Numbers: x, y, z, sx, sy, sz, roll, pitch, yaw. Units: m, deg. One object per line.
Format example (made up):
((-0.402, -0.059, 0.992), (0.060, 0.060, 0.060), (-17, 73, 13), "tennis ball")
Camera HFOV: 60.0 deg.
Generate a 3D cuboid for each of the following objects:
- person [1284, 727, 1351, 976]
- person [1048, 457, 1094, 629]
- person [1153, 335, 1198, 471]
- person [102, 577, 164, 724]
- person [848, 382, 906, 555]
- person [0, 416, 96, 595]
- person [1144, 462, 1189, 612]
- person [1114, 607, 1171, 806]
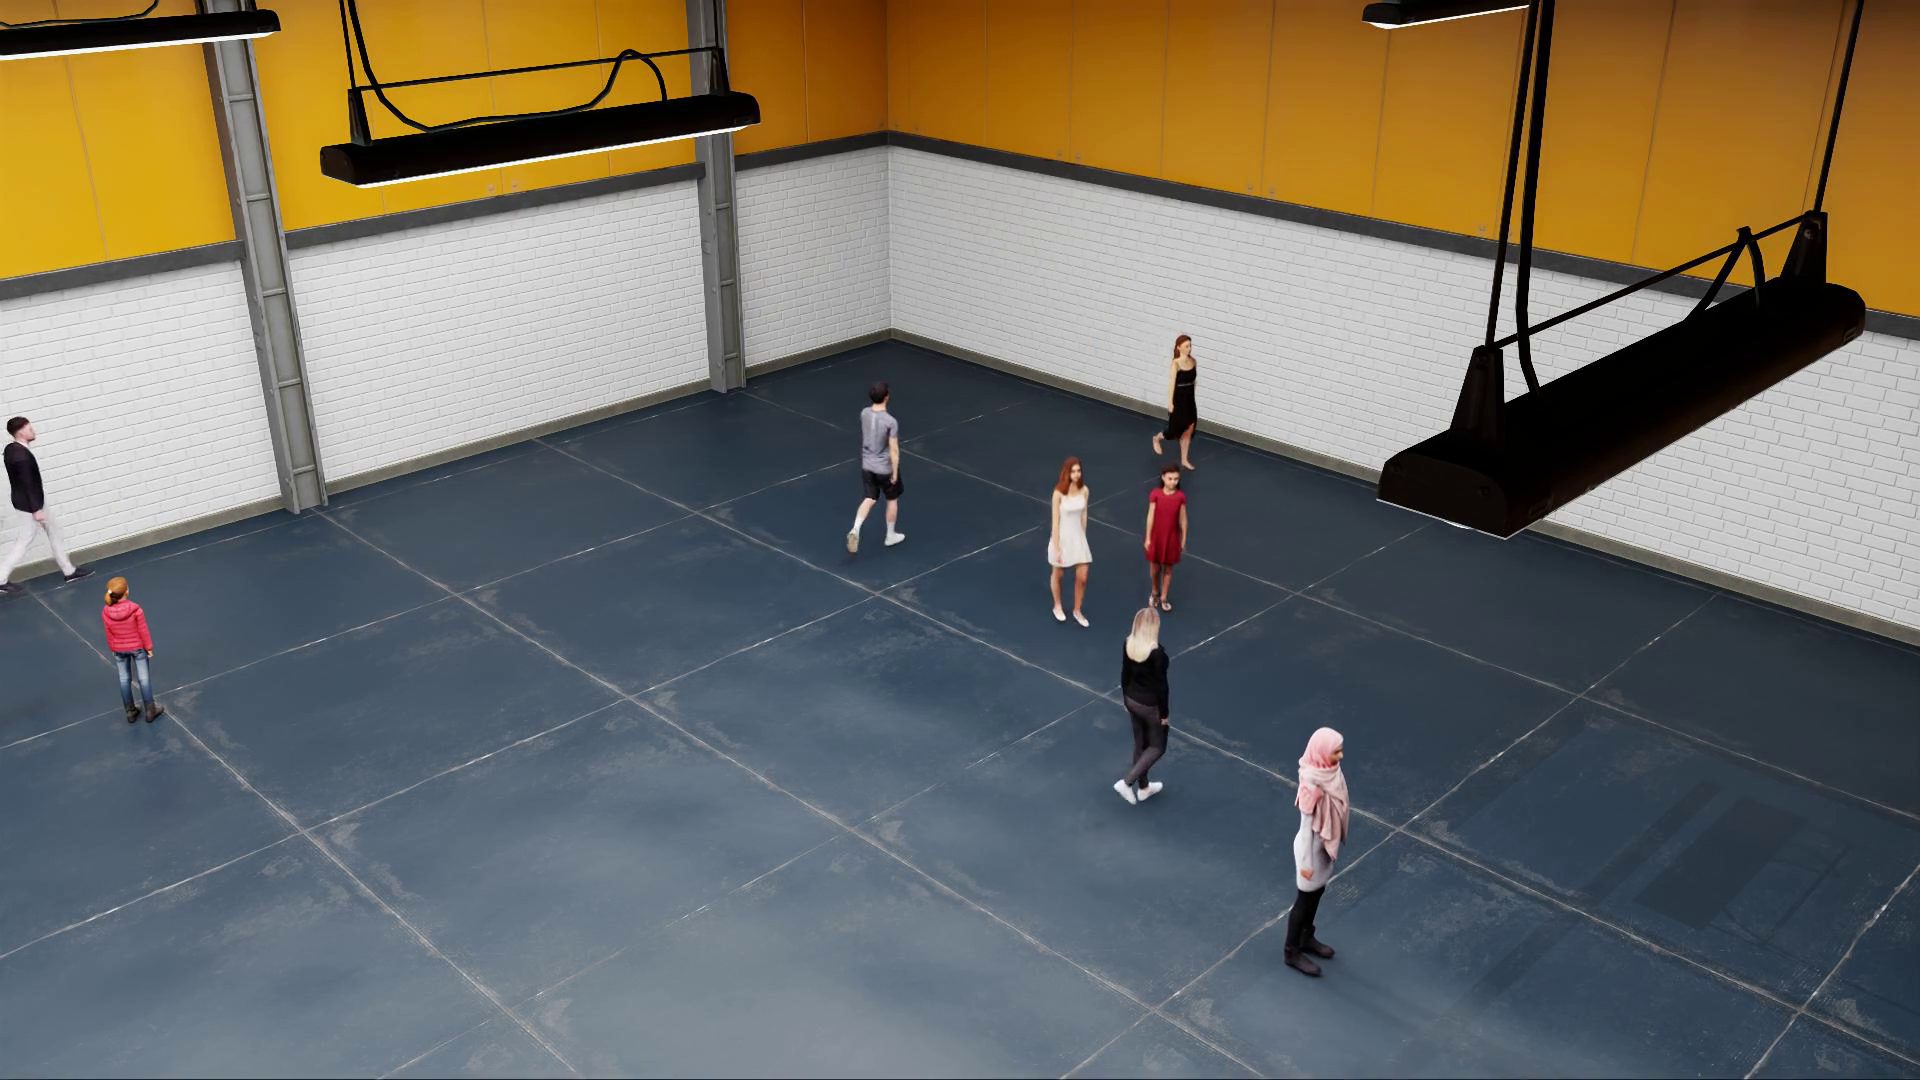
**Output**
((2.351, 2.042, 11.023), (0.731, 1.804, 0.594), (14, 27, 29), "person")
((0.991, -0.024, 15.888), (0.771, 1.693, 0.794), (-6, 24, -13), "person")
((2.585, -1.660, 19.738), (0.890, 1.606, 0.740), (-15, 28, -31), "person")
((-7.083, 0.933, 14.170), (0.574, 1.314, 0.648), (-3, 24, -7), "person")
((-0.905, -0.733, 17.326), (0.788, 1.840, 1.090), (16, 28, 31), "person")
((-9.273, -0.305, 16.396), (1.225, 1.800, 0.840), (-16, 28, -32), "person")
((1.985, -0.062, 16.167), (0.702, 1.540, 0.762), (0, 24, -1), "person")
((1.374, 1.320, 12.830), (0.818, 1.679, 0.654), (-18, 30, -36), "person")
